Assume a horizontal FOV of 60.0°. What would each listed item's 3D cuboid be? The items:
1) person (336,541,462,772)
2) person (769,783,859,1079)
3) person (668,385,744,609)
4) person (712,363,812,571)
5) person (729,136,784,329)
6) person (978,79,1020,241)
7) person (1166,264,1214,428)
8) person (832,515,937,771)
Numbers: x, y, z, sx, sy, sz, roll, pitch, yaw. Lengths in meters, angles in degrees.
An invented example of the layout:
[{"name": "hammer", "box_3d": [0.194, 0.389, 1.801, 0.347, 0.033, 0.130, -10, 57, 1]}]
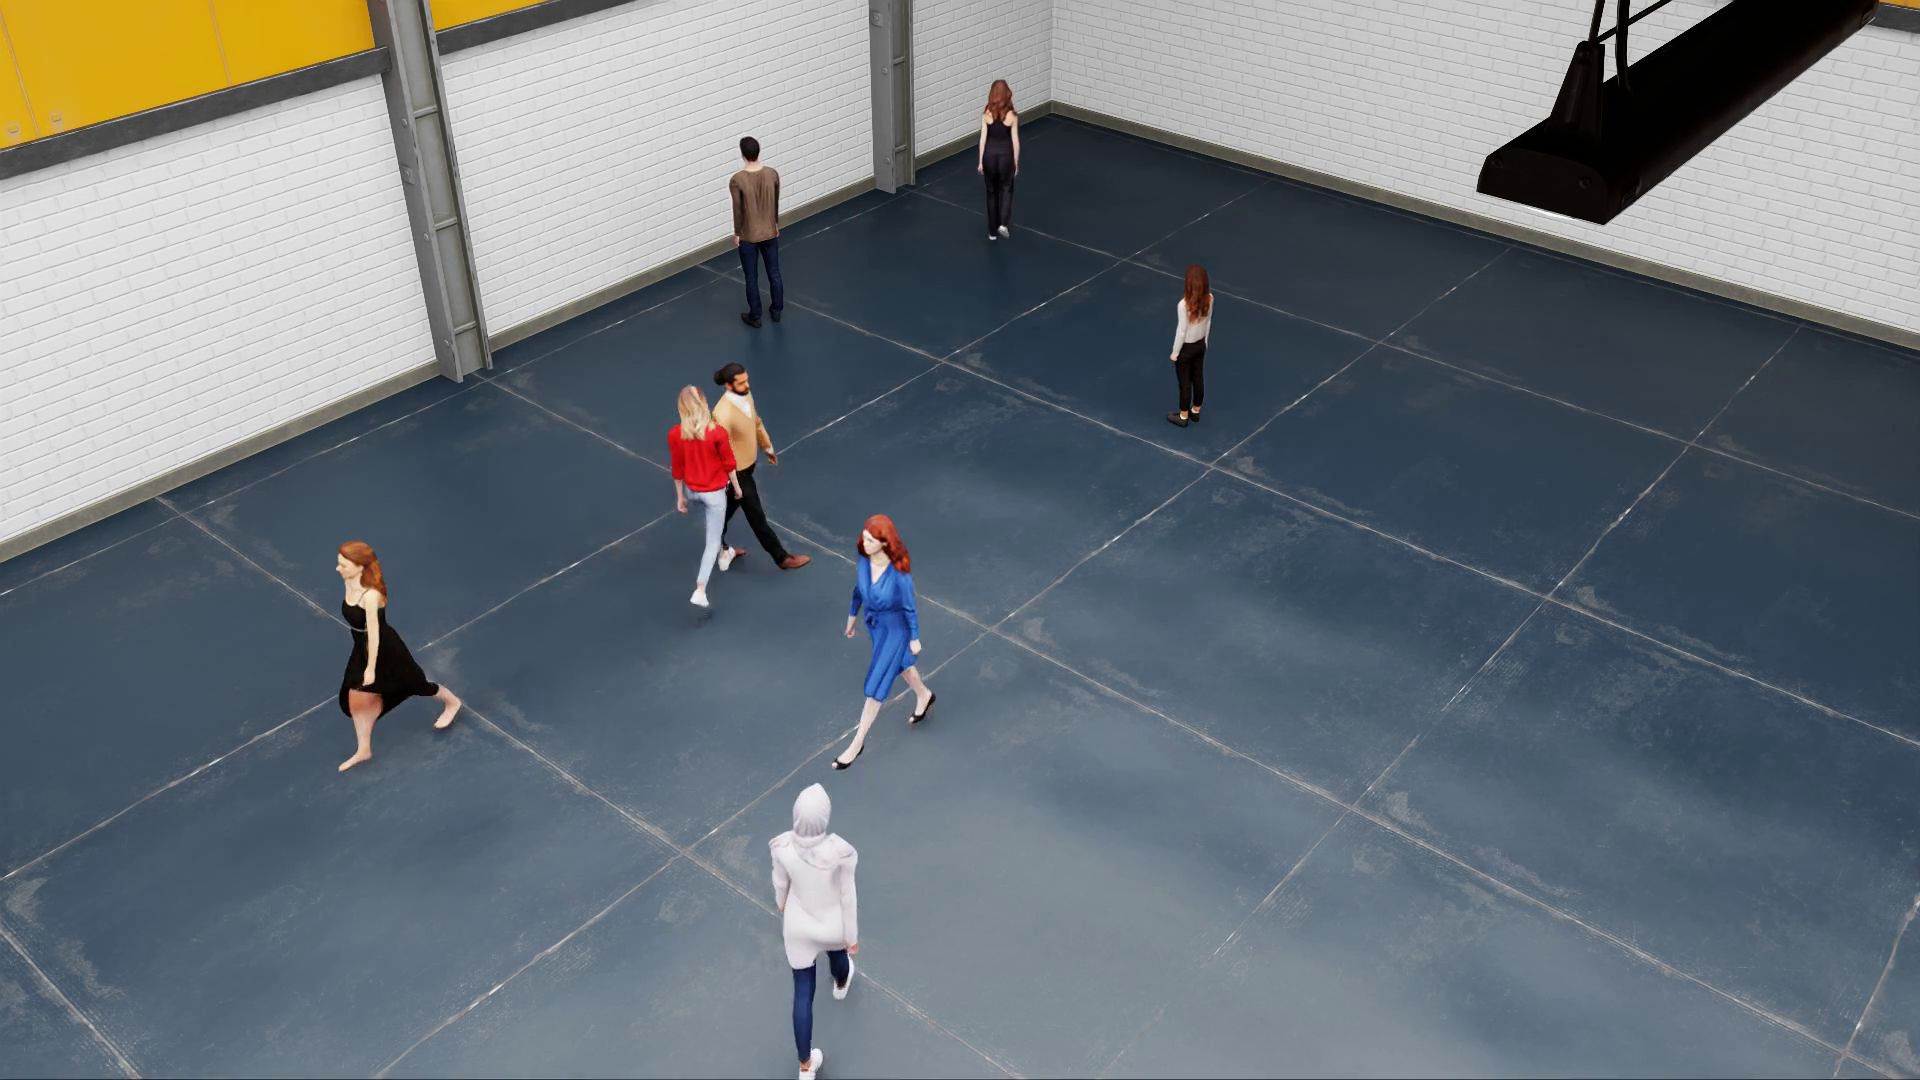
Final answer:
[{"name": "person", "box_3d": [-3.637, 0.694, 10.686, 0.581, 1.579, 1.112, 26, 42, 34]}, {"name": "person", "box_3d": [-0.759, 2.046, 8.521, 1.017, 1.722, 1.219, 5, 34, 8]}, {"name": "person", "box_3d": [-1.860, -0.291, 12.082, 0.960, 1.673, 1.225, 8, 34, 12]}, {"name": "person", "box_3d": [-1.727, -0.546, 12.431, 1.063, 1.711, 1.172, 7, 34, 11]}, {"name": "person", "box_3d": [-1.932, -2.943, 15.877, 0.626, 1.889, 0.779, -19, 38, -26]}, {"name": "person", "box_3d": [0.399, -3.959, 17.545, 0.806, 1.733, 0.881, 1, 34, 2]}, {"name": "person", "box_3d": [1.995, -1.675, 14.335, 0.490, 1.484, 0.652, -22, 39, -29]}, {"name": "person", "box_3d": [-0.397, 0.595, 10.666, 1.187, 1.765, 0.739, -27, 42, -34]}]
